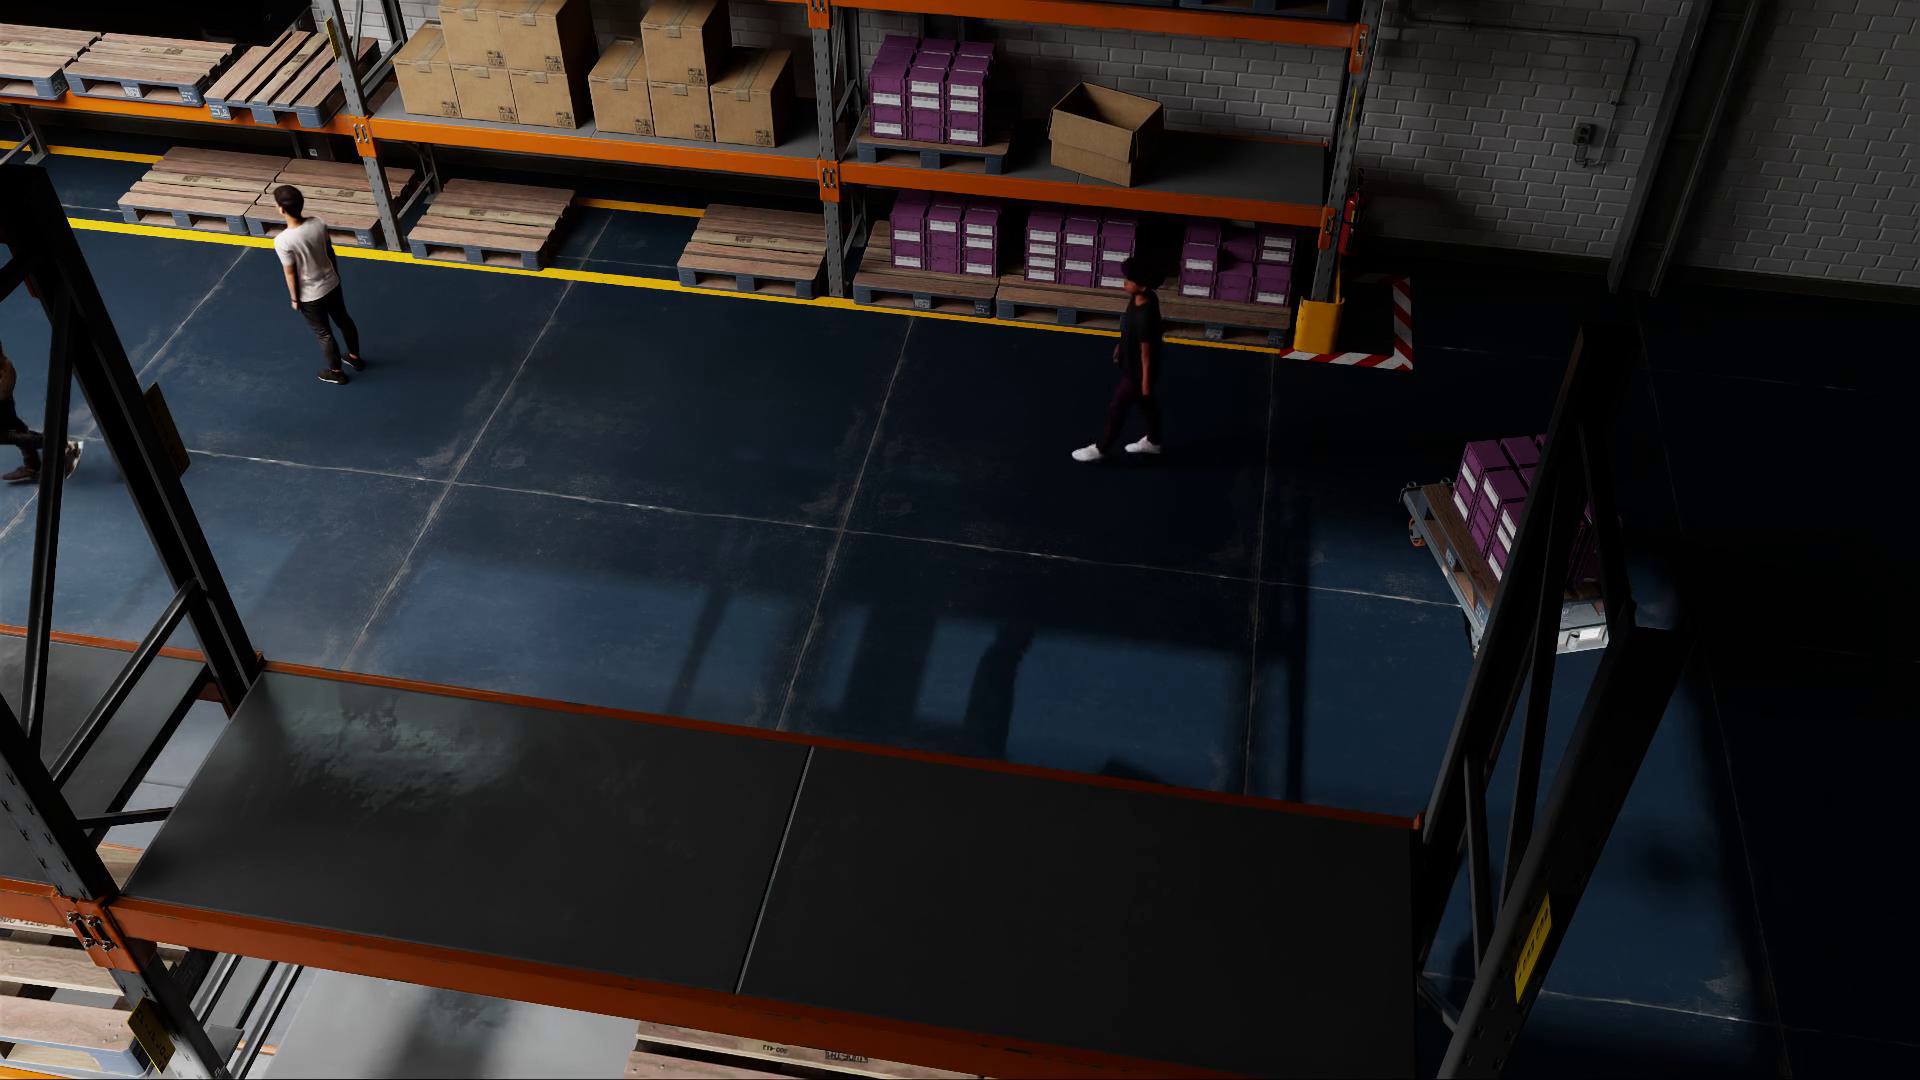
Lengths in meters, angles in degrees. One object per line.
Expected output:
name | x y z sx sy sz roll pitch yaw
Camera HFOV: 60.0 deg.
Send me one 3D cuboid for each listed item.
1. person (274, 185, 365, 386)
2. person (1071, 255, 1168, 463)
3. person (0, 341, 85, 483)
person | -4.963 -1.972 12.824 0.653 1.723 0.689 21 48 21
person | 1.381 -1.285 12.078 0.970 1.757 0.731 1 44 1
person | -6.798 -1.120 11.845 1.024 1.839 0.886 -9 44 -10
